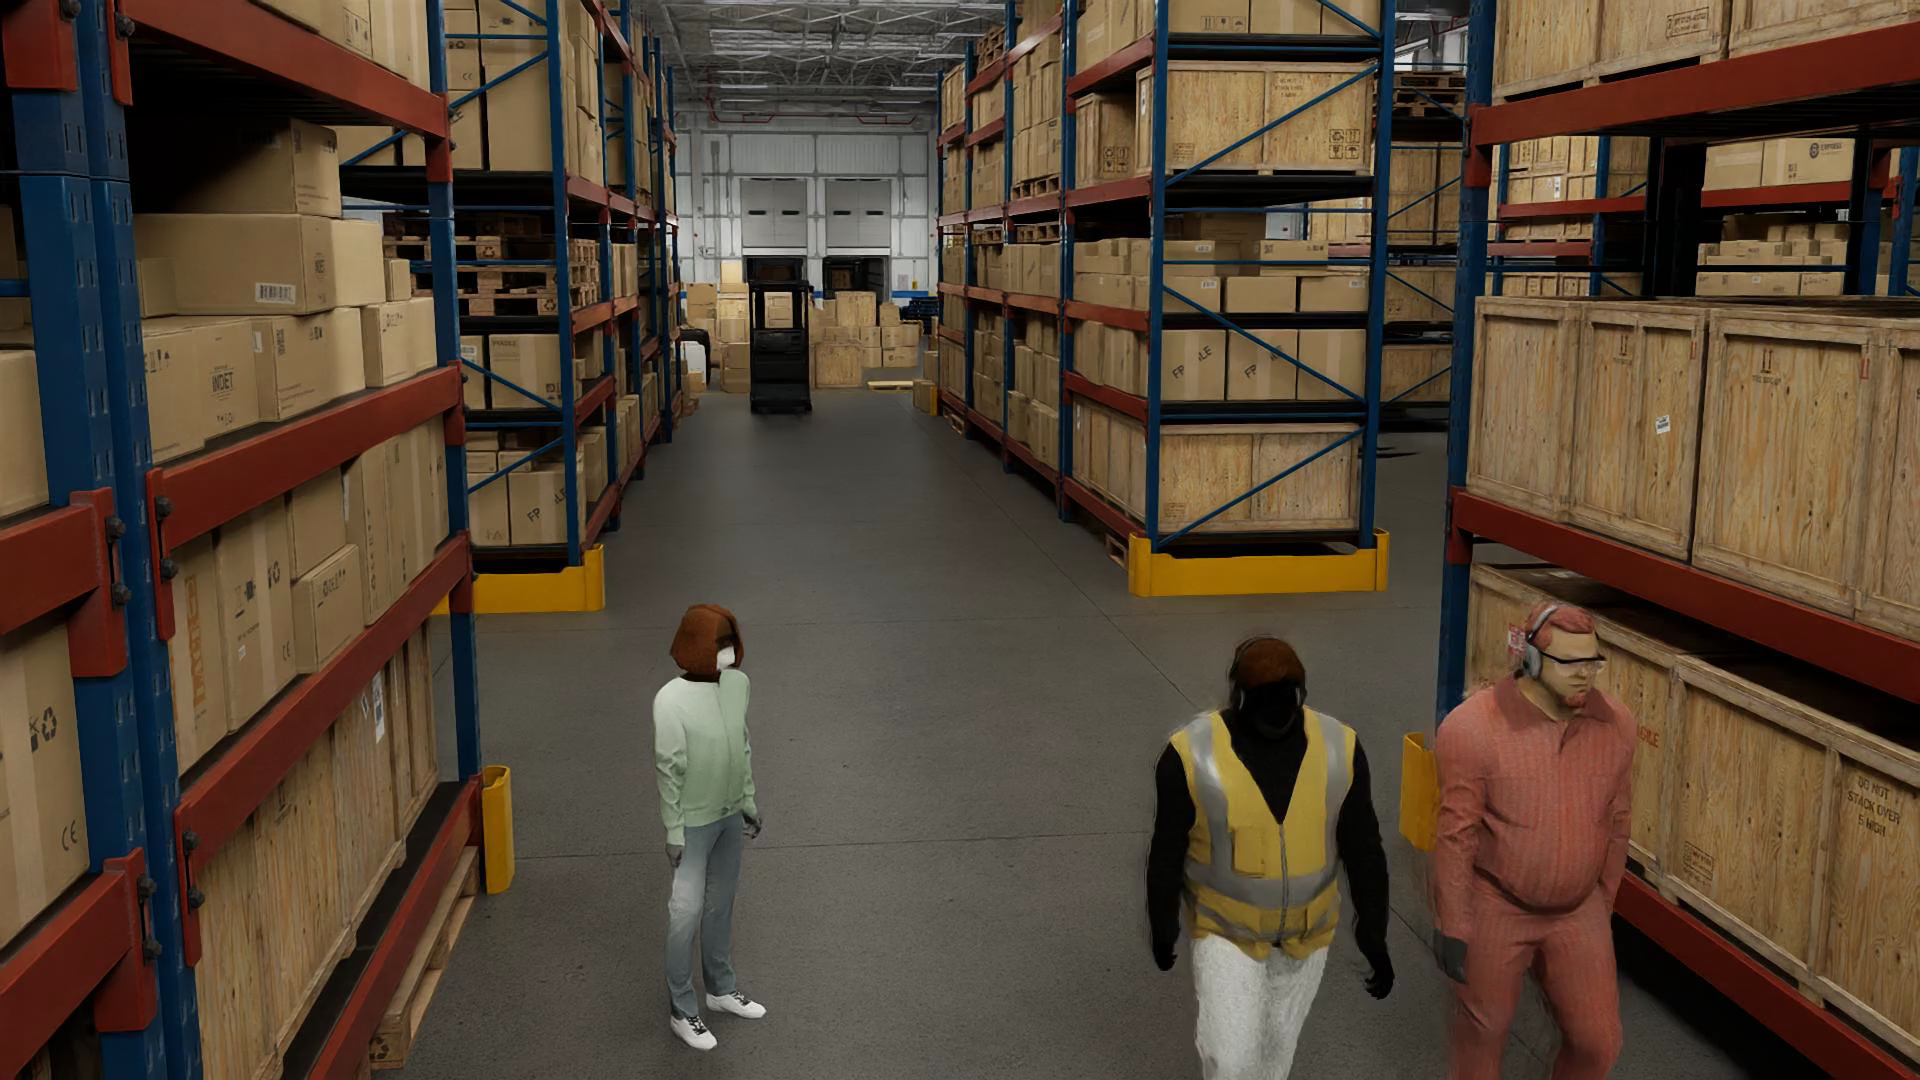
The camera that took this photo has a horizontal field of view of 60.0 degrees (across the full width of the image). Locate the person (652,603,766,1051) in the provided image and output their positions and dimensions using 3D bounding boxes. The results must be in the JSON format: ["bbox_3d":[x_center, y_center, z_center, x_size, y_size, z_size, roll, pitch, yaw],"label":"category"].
[{"bbox_3d":[-0.925,1.037,6.156,0.285,1.633,0.497,6,11,30],"label":"person"}]

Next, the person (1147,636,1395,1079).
[{"bbox_3d":[0.911,1.177,4.843,0.649,1.806,0.855,-1,10,-7],"label":"person"}]

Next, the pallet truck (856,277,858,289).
[{"bbox_3d":[-3.782,-9.391,65.808,1.885,1.965,0.823,2,10,10],"label":"pallet truck"}]

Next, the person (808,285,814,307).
[{"bbox_3d":[-5.891,-9.156,65.328,0.320,1.689,0.613,-5,11,-25],"label":"person"}]

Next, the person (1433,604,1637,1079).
[{"bbox_3d":[1.716,1.117,4.966,0.665,1.890,0.549,-1,10,-6],"label":"person"}]

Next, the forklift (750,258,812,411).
[{"bbox_3d":[-3.388,-3.874,31.119,1.129,2.768,1.873,-1,10,-7],"label":"forklift"}]

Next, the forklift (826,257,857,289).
[{"bbox_3d":[-3.407,-6.733,47.763,1.129,2.768,1.873,-1,10,-7],"label":"forklift"}]

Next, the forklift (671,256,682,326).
[{"bbox_3d":[-11.300,-9.496,63.850,1.129,2.768,1.873,-1,10,-7],"label":"forklift"}]
